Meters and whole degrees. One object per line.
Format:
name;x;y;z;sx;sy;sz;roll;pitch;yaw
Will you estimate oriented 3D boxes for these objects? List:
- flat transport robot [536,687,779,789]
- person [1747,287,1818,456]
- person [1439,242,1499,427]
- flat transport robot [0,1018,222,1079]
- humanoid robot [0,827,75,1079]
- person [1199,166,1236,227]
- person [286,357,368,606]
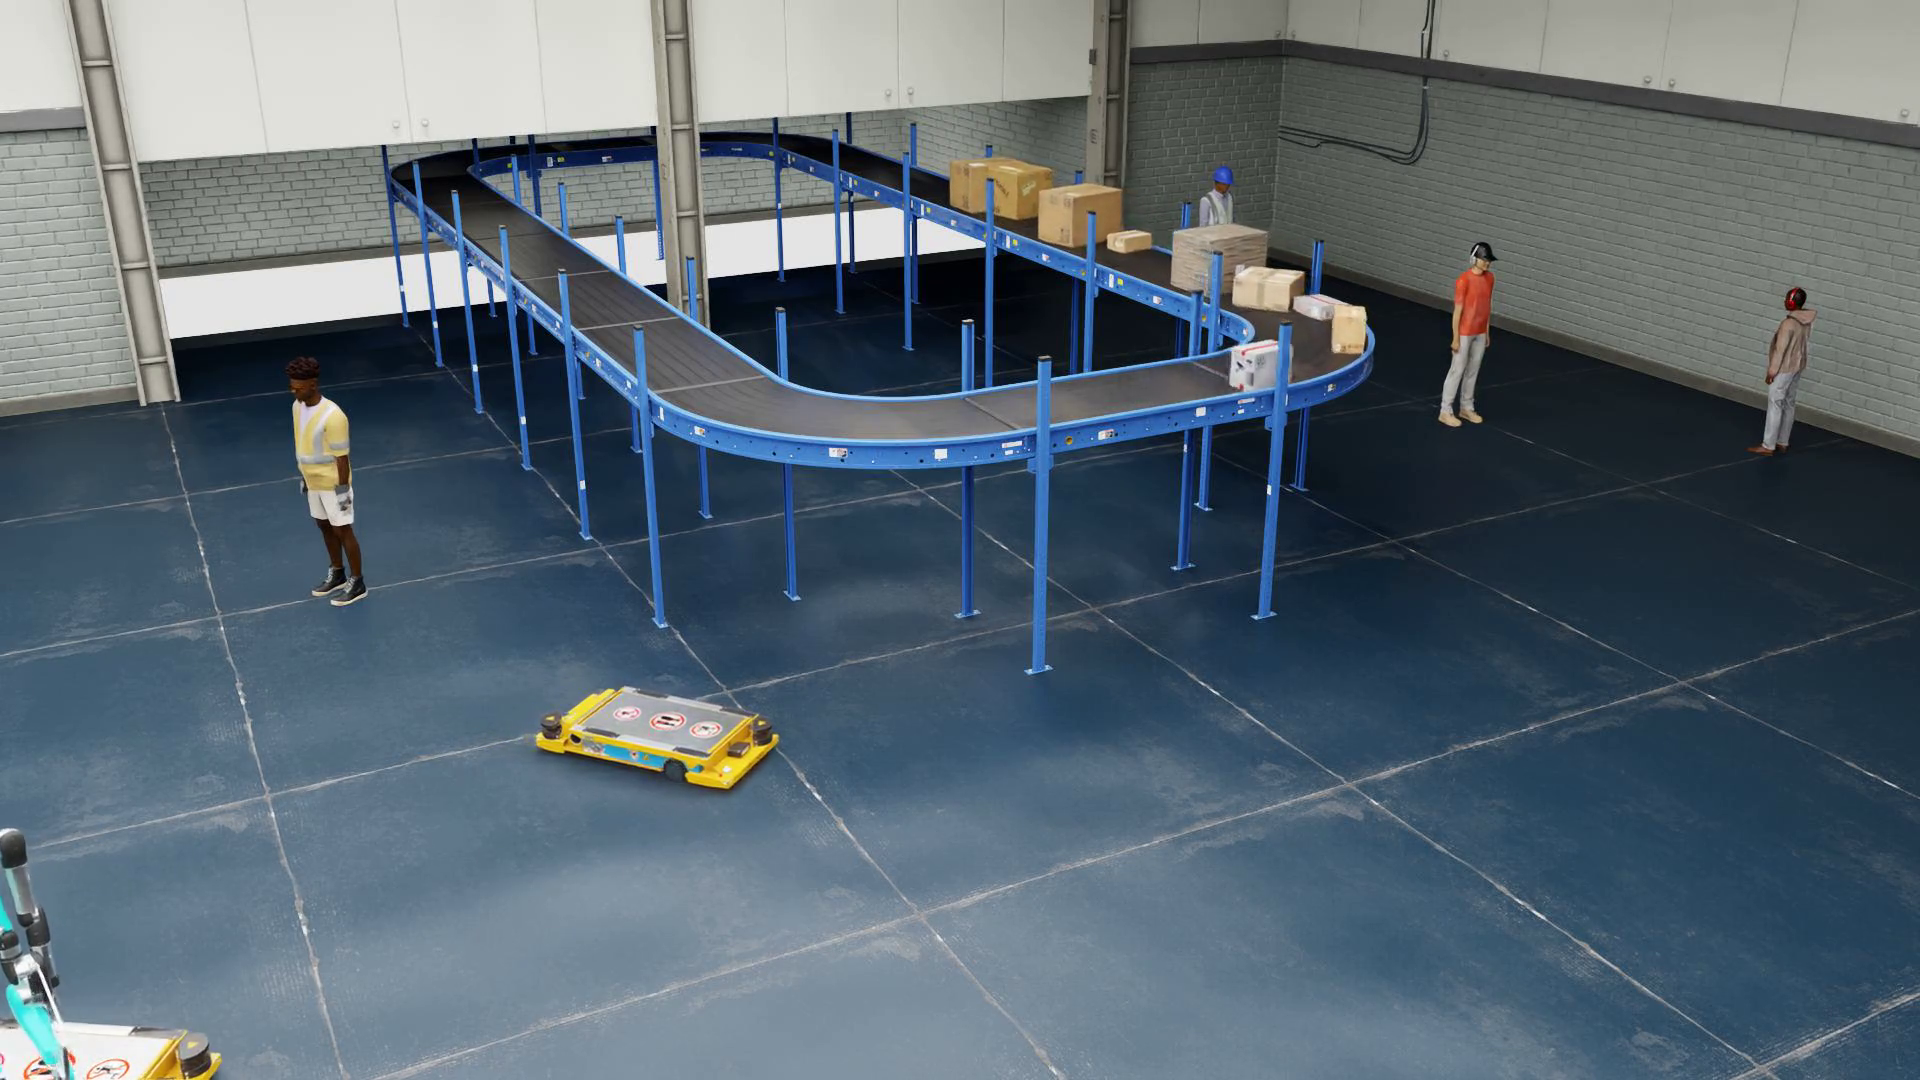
flat transport robot;-1.960;1.258;10.765;1.431;0.231;0.659;9;24;21
person;7.969;-1.621;16.042;0.464;1.647;0.317;-15;26;-32
person;5.201;-2.079;16.847;0.475;1.904;0.427;-12;25;-28
flat transport robot;-4.252;2.517;7.654;1.431;0.231;0.659;2;22;5
humanoid robot;-3.975;2.039;6.978;0.839;1.827;0.539;20;29;40
person;3.228;-3.718;20.848;0.618;1.936;0.414;-18;28;-37
person;-4.872;-0.462;12.769;0.604;1.958;0.370;18;28;37
